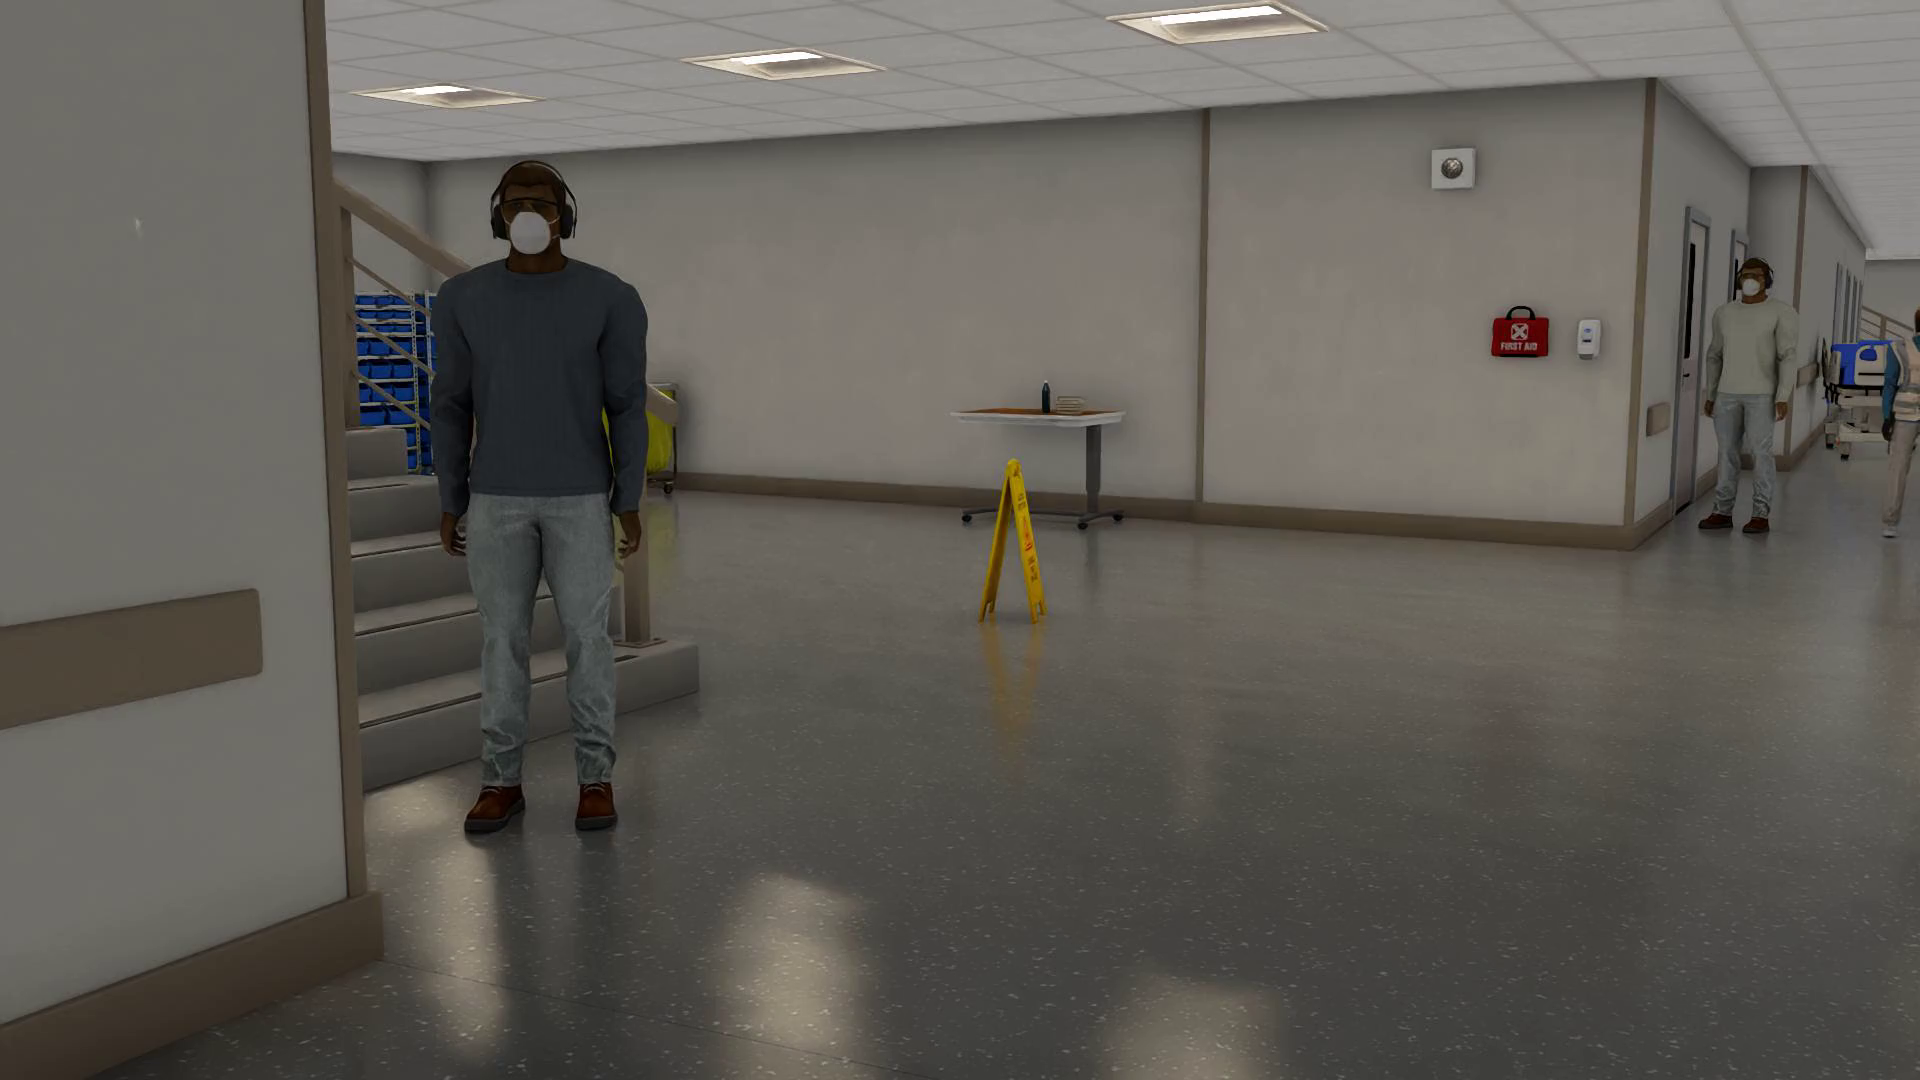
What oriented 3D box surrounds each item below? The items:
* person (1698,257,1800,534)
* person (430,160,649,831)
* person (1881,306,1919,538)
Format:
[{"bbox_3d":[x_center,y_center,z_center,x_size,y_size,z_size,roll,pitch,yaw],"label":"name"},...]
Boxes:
[{"bbox_3d":[5.567,-1.017,11.766,0.366,1.939,0.635,-6,9,-37],"label":"person"},{"bbox_3d":[-1.221,-0.118,4.852,0.630,1.940,0.372,0,7,-4],"label":"person"},{"bbox_3d":[6.595,-0.819,11.397,0.515,1.639,0.315,3,8,24],"label":"person"}]
